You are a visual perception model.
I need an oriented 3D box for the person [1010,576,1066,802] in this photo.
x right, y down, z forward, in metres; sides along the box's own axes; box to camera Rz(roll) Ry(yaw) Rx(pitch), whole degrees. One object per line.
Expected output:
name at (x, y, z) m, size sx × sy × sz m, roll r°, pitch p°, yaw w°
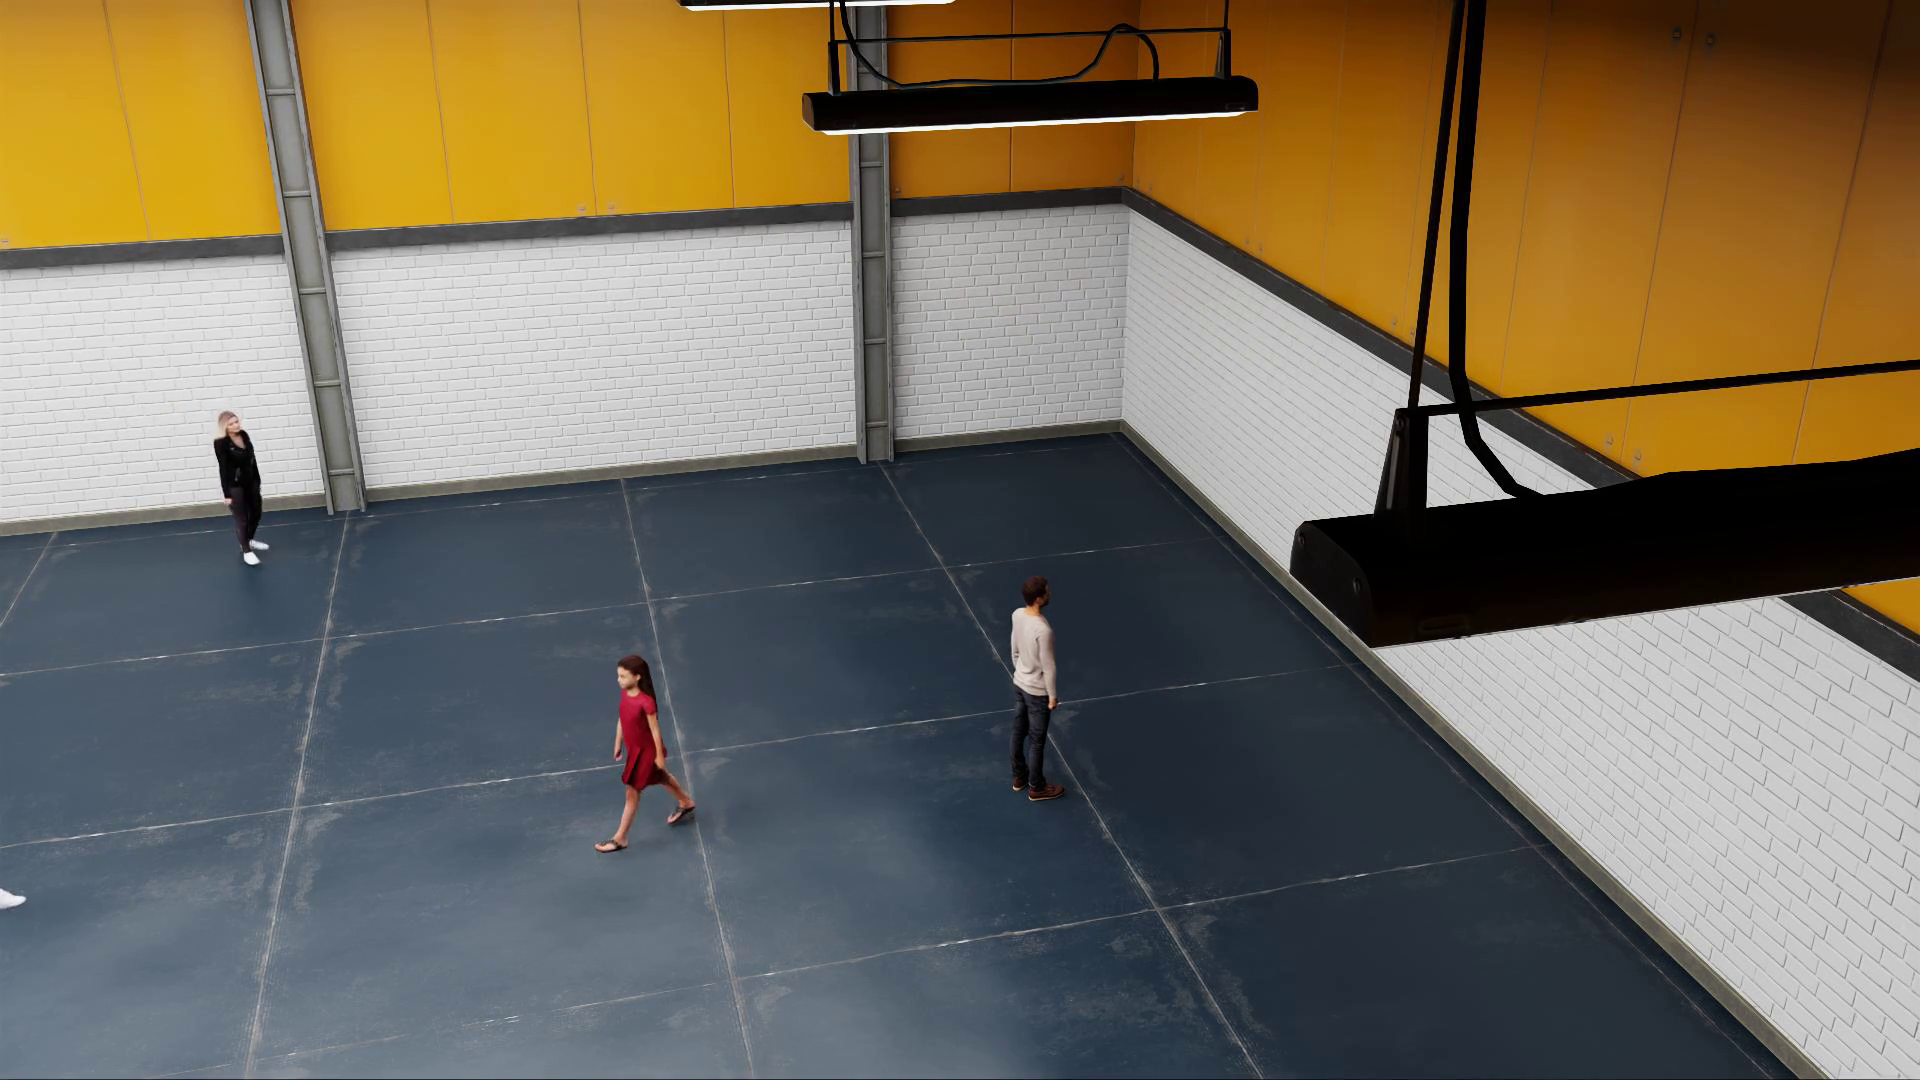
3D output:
person at (0.559, 1.124, 12.769) m, size 0.673 × 1.867 × 0.724 m, roll -14°, pitch 27°, yaw -29°

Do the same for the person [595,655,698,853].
person at (-2.274, 1.524, 12.300) m, size 1.172 × 1.509 × 0.902 m, roll -20°, pitch 31°, yaw -38°

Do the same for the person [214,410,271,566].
person at (-7.304, -0.525, 16.808) m, size 0.878 × 1.654 × 0.828 m, roll 5°, pitch 24°, yaw 12°
